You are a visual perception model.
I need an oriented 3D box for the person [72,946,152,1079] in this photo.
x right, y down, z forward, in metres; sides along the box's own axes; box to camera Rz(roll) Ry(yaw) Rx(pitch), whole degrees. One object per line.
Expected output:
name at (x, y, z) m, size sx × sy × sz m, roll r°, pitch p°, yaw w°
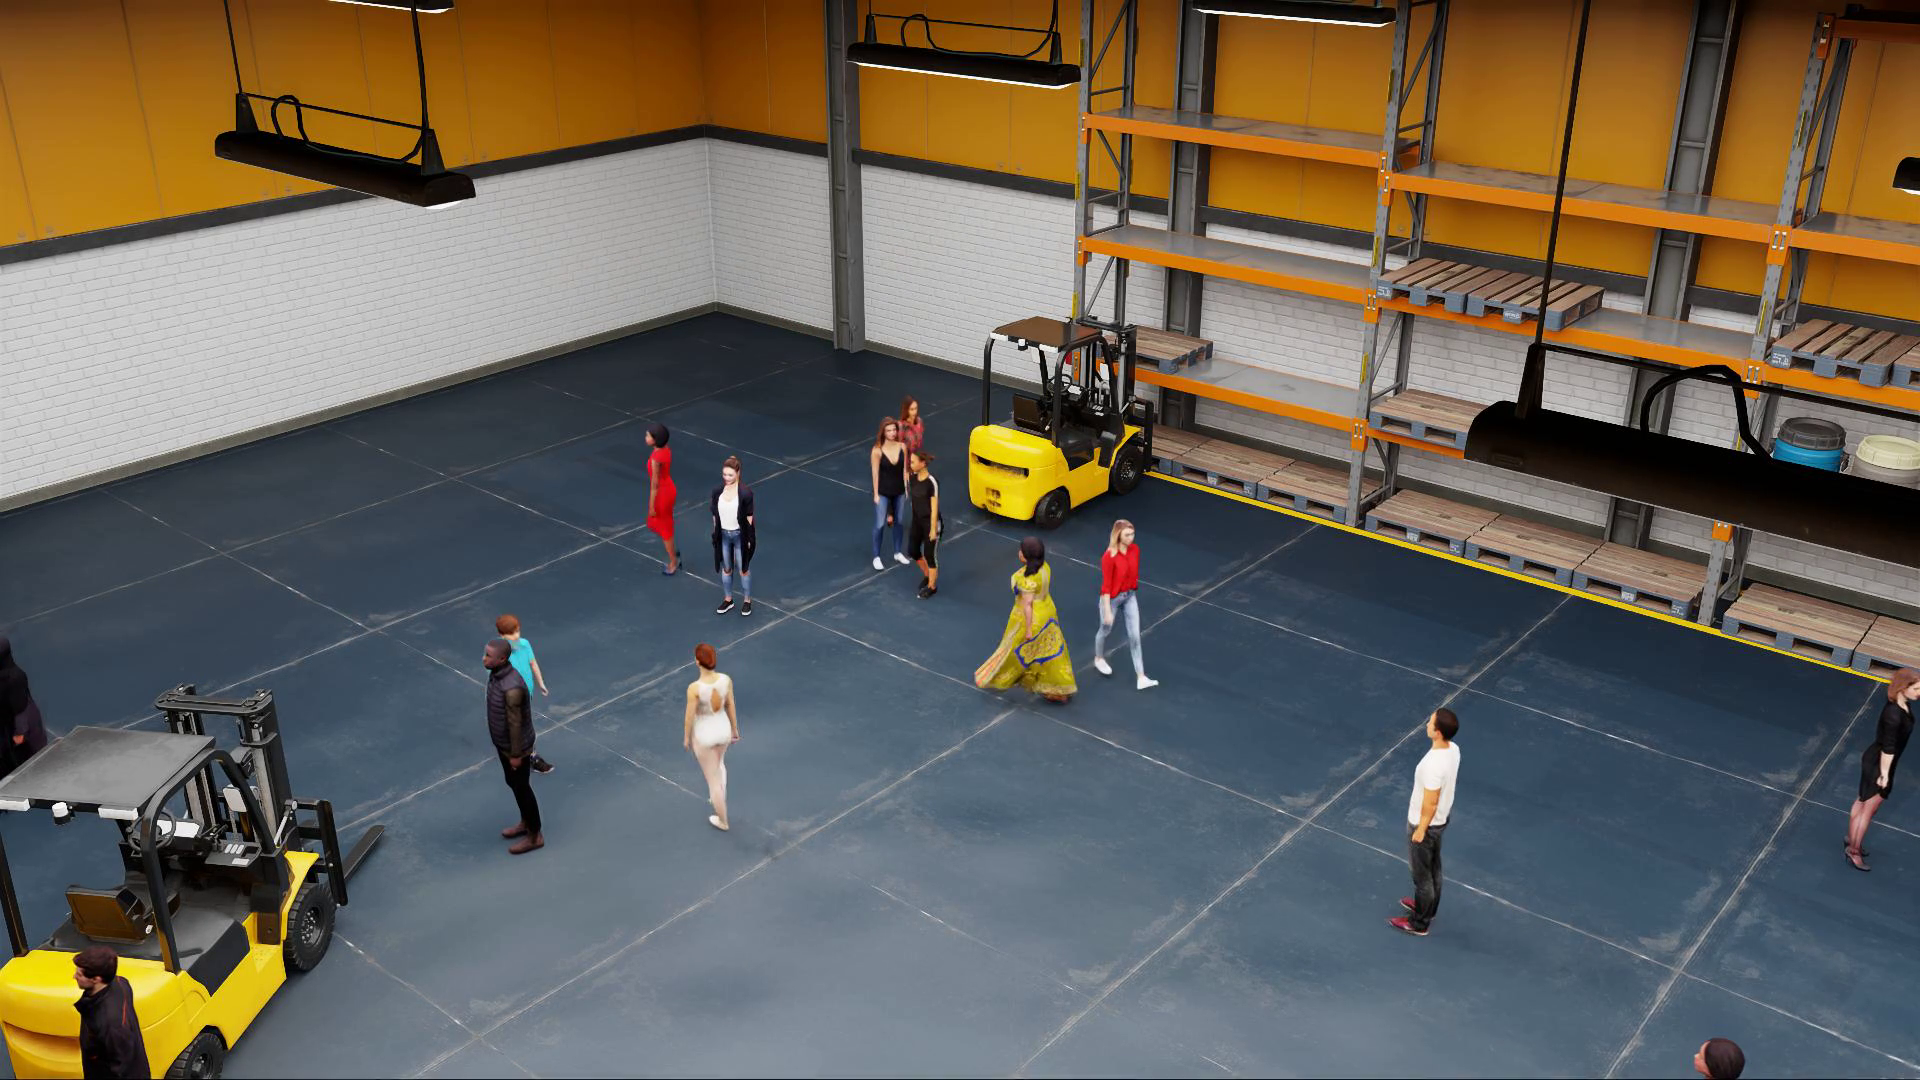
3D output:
person at (-4.813, 3.109, 9.581) m, size 0.844 × 1.839 × 0.647 m, roll -13°, pitch 27°, yaw -28°

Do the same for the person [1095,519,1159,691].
person at (1.434, 0.569, 15.616) m, size 0.871 × 1.658 × 1.174 m, roll -15°, pitch 28°, yaw -30°

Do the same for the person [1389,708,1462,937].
person at (3.433, 2.029, 12.093) m, size 0.575 × 1.805 × 0.674 m, roll 14°, pitch 27°, yaw 29°

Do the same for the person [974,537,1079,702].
person at (0.743, 0.770, 15.226) m, size 1.304 × 1.602 × 0.941 m, roll 12°, pitch 26°, yaw 25°

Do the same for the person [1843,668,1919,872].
person at (7.118, 1.748, 12.862) m, size 0.562 × 1.704 × 0.623 m, roll 13°, pitch 27°, yaw 27°

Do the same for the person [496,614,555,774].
person at (-3.844, 1.277, 14.301) m, size 0.956 × 1.414 × 0.608 m, roll 14°, pitch 27°, yaw 29°

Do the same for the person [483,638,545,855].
person at (-3.500, 1.593, 13.052) m, size 0.804 × 1.836 × 0.624 m, roll -15°, pitch 28°, yaw -30°

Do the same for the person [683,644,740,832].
person at (-1.931, 1.605, 13.279) m, size 0.629 × 1.631 × 0.710 m, roll -19°, pitch 30°, yaw -37°

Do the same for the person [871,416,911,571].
person at (-0.763, -0.529, 18.048) m, size 0.656 × 1.721 × 0.623 m, roll -13°, pitch 27°, yaw -26°

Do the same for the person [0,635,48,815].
person at (-7.751, 1.443, 13.683) m, size 0.916 × 1.605 × 0.865 m, roll 12°, pitch 26°, yaw 26°

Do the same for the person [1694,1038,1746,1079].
person at (4.014, 3.410, 9.017) m, size 0.532 × 1.739 × 0.558 m, roll 18°, pitch 29°, yaw 35°

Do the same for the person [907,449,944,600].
person at (-0.285, -0.189, 17.356) m, size 0.682 × 1.653 × 0.564 m, roll -20°, pitch 31°, yaw -38°

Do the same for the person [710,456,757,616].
person at (-2.306, -0.048, 16.986) m, size 0.655 × 1.691 × 0.775 m, roll 5°, pitch 24°, yaw 12°

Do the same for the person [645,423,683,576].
person at (-3.093, -0.423, 17.797) m, size 0.768 × 1.729 × 0.715 m, roll 0°, pitch 24°, yaw -1°

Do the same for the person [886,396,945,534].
person at (-0.653, -0.842, 18.846) m, size 0.736 × 1.655 × 1.086 m, roll -21°, pitch 31°, yaw -39°
